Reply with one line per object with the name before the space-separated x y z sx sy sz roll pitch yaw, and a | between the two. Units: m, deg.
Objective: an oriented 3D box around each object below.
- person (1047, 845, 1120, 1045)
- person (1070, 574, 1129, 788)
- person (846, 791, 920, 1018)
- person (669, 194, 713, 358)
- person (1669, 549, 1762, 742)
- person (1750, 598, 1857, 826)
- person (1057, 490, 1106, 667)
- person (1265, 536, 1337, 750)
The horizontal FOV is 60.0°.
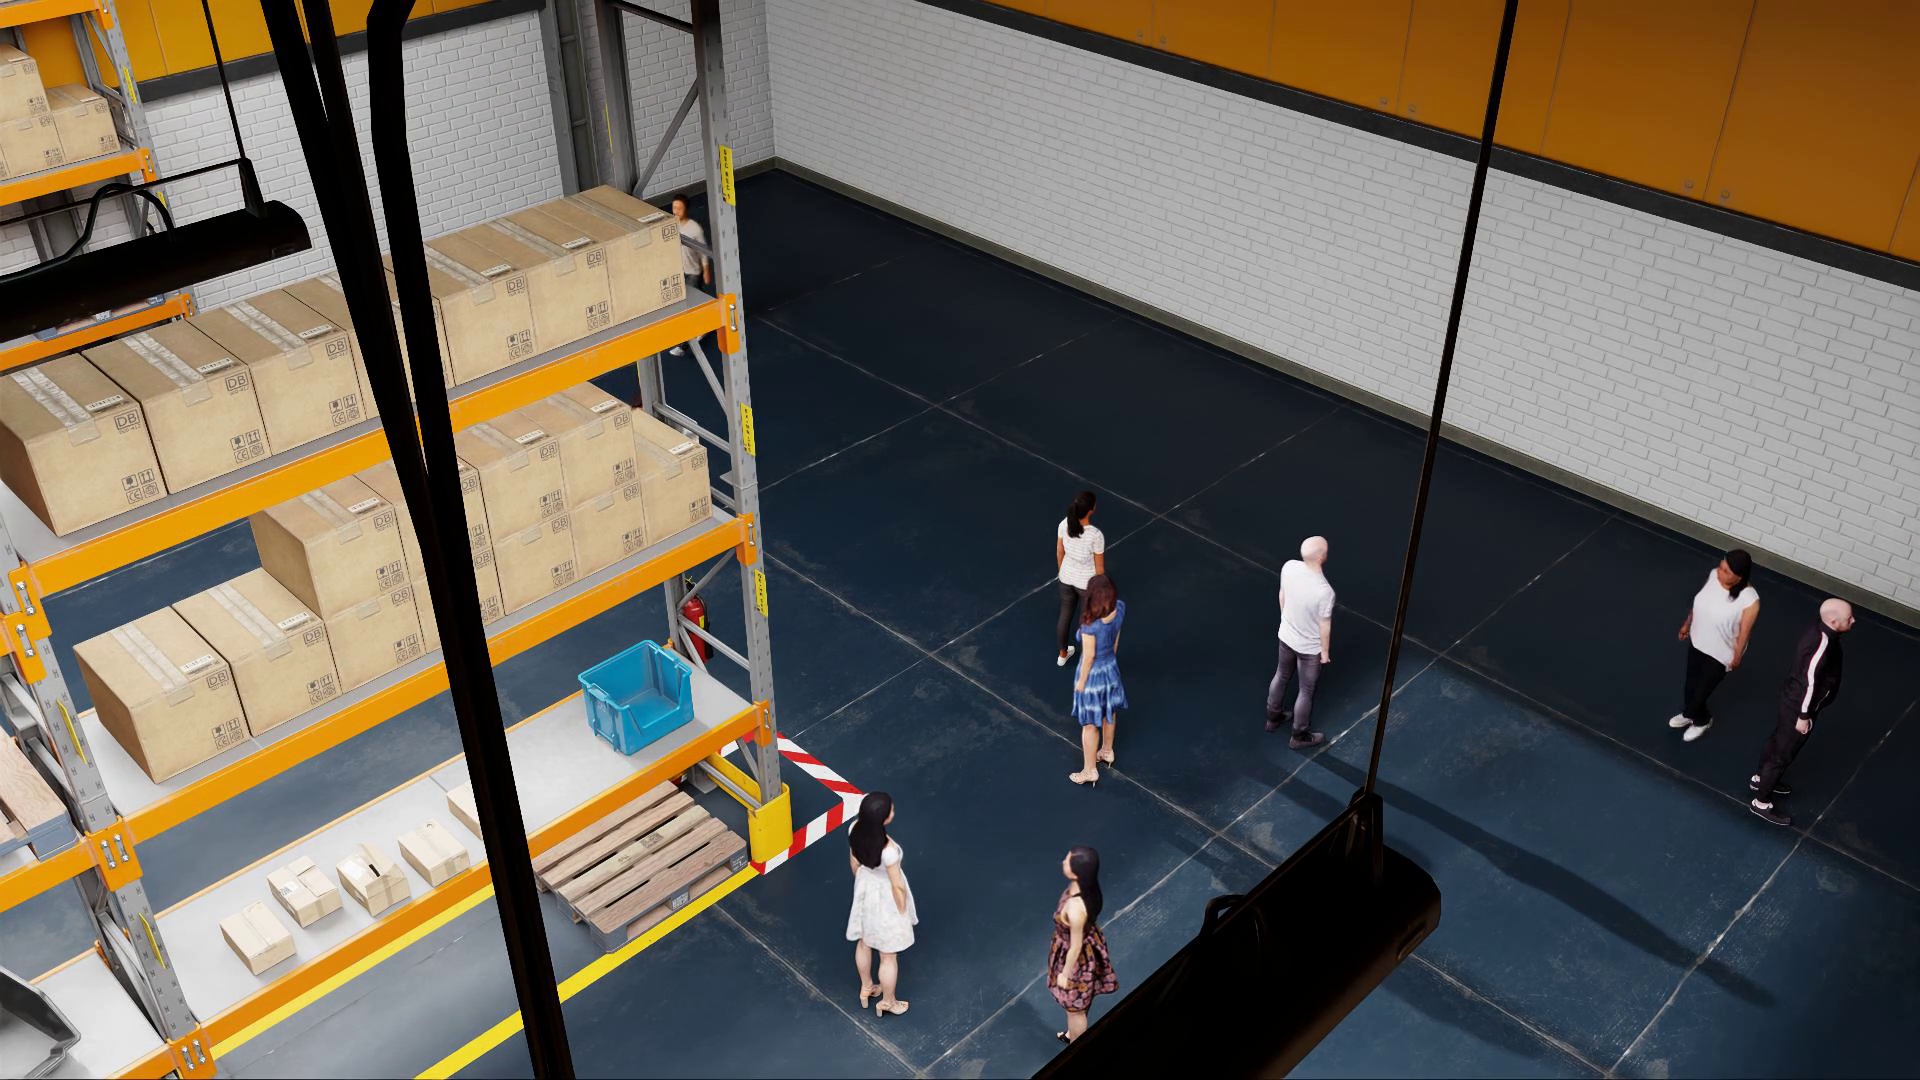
person | 0.687 2.475 9.881 0.856 1.775 0.776 7 34 11
person | 0.987 1.010 12.057 0.759 1.806 0.555 22 39 29
person | -0.495 2.237 10.239 0.609 1.774 0.630 -29 43 -36
person | -2.907 -2.916 18.000 0.891 1.764 1.202 16 37 22
person | 5.739 0.764 12.544 0.803 1.675 0.775 -6 34 -9
person | 5.952 1.163 11.797 0.801 1.837 0.645 14 36 20
person | 0.953 0.321 13.238 0.602 1.645 0.564 21 39 29
person | 2.553 0.746 12.430 0.657 1.832 0.701 -20 38 -27
